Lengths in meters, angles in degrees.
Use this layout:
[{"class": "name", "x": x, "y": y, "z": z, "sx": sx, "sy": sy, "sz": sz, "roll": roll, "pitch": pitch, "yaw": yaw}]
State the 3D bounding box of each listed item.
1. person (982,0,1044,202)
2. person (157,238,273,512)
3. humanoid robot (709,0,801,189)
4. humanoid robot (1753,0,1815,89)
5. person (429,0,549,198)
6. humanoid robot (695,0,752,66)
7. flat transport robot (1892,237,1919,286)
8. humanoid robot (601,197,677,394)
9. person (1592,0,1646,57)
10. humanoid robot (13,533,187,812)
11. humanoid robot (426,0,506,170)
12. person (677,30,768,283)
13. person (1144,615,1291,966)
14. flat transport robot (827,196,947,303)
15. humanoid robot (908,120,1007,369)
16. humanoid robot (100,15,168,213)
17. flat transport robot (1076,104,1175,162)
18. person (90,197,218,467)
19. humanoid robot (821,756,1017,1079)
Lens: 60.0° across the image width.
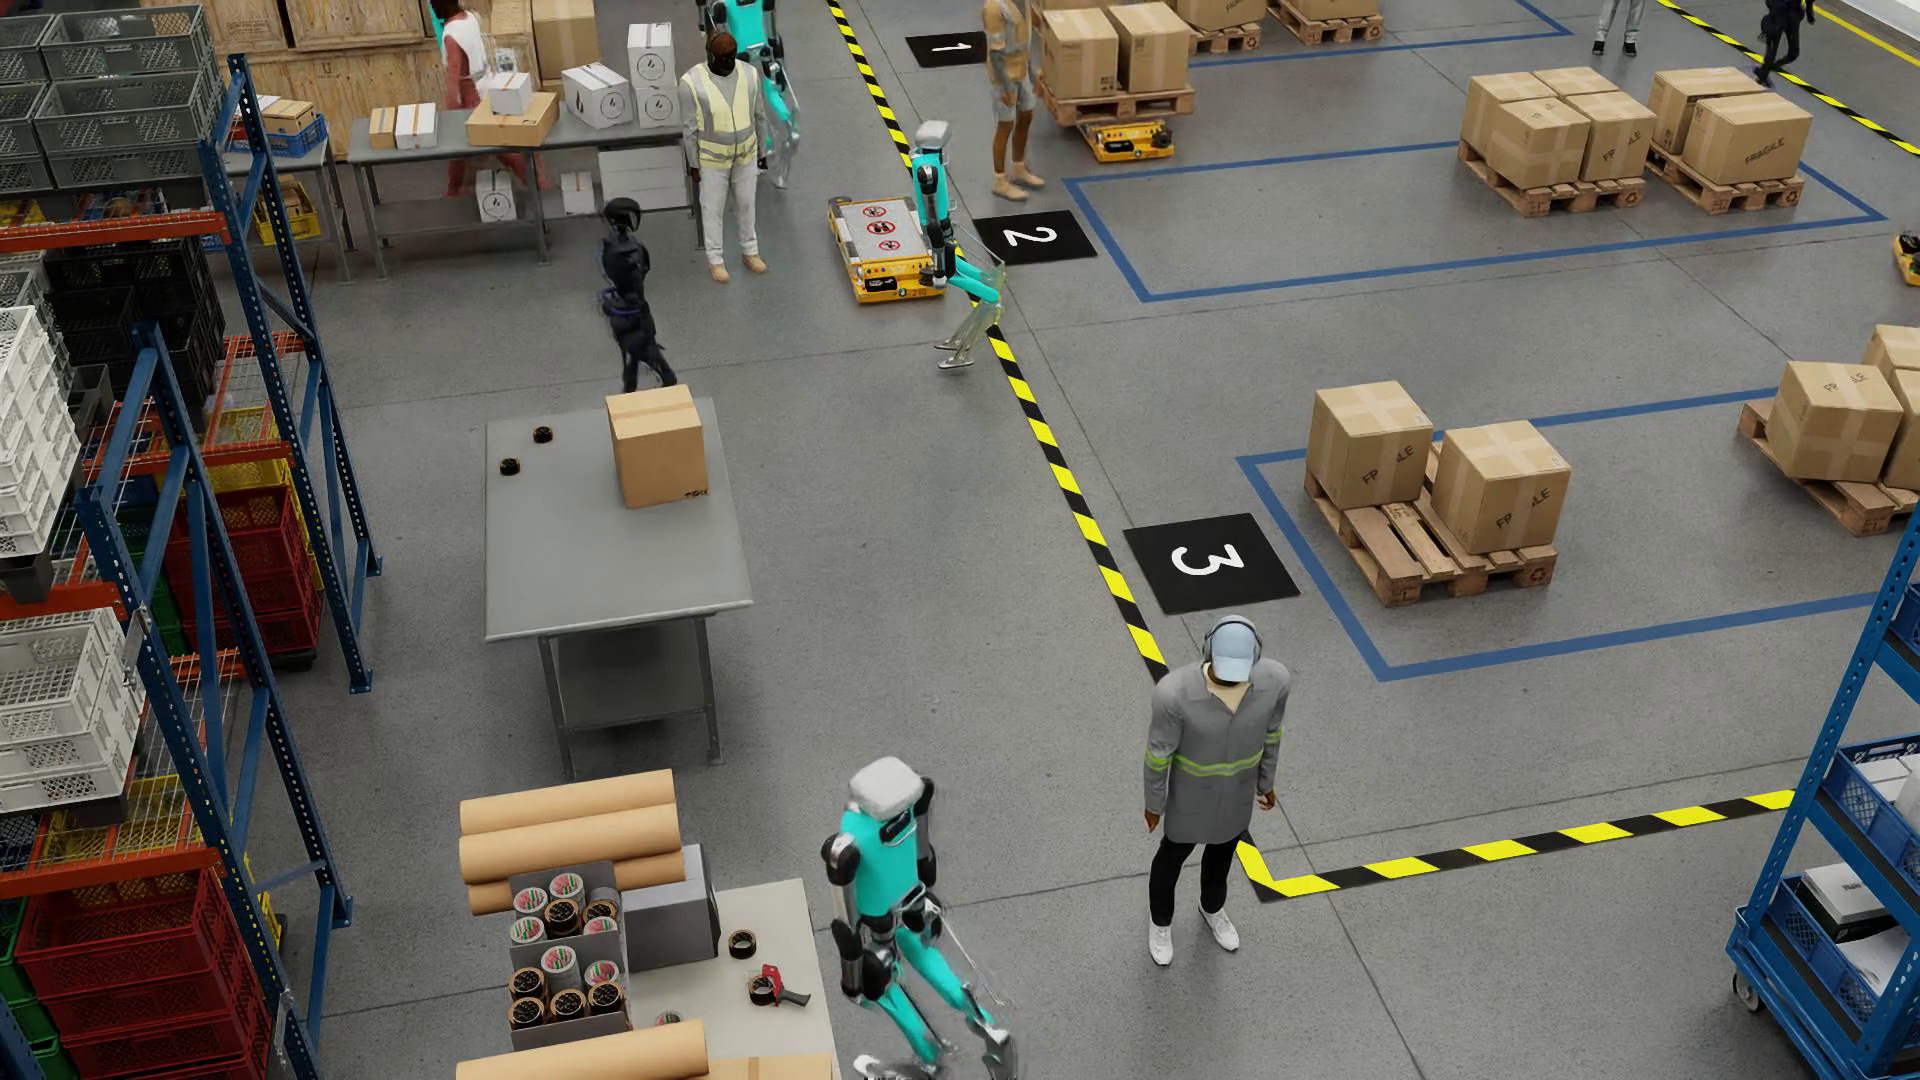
[{"class": "person", "x": 0.409, "y": -3.632, "z": 12.964, "sx": 0.411, "sy": 2.032, "sz": 0.624, "roll": 20, "pitch": 41, "yaw": 24}, {"class": "person", "x": -4.376, "y": -0.887, "z": 9.505, "sx": 0.495, "sy": 1.737, "sz": 0.553, "roll": -3, "pitch": 37, "yaw": -4}, {"class": "humanoid robot", "x": -1.535, "y": -3.519, "z": 13.037, "sx": 0.563, "sy": 1.736, "sz": 0.921, "roll": -20, "pitch": 41, "yaw": -25}, {"class": "humanoid robot", "x": 7.284, "y": -4.671, "z": 14.660, "sx": 0.628, "sy": 1.626, "sz": 0.475, "roll": -20, "pitch": 41, "yaw": -24}, {"class": "person", "x": -3.741, "y": -3.414, "z": 12.803, "sx": 1.004, "sy": 1.867, "sz": 0.581, "roll": -6, "pitch": 37, "yaw": -8}, {"class": "humanoid robot", "x": -1.924, "y": -4.332, "z": 14.166, "sx": 0.540, "sy": 1.810, "sz": 0.770, "roll": -13, "pitch": 39, "yaw": -17}, {"class": "flat transport robot", "x": 7.727, "y": -2.032, "z": 12.261, "sx": 1.431, "sy": 0.197, "sz": 0.652, "roll": 9, "pitch": 38, "yaw": 12}, {"class": "humanoid robot", "x": -1.978, "y": -1.347, "z": 10.186, "sx": 0.458, "sy": 1.650, "sz": 0.612, "roll": -17, "pitch": 40, "yaw": -22}, {"class": "person", "x": 6.351, "y": -5.448, "z": 15.568, "sx": 0.594, "sy": 1.827, "sz": 0.403, "roll": 6, "pitch": 37, "yaw": 9}, {"class": "humanoid robot", "x": -3.956, "y": 0.565, "z": 7.644, "sx": 0.762, "sy": 1.630, "sz": 0.608, "roll": 6, "pitch": 37, "yaw": 8}, {"class": "humanoid robot", "x": -3.767, "y": -3.642, "z": 13.209, "sx": 0.677, "sy": 1.792, "sz": 0.534, "roll": -18, "pitch": 40, "yaw": -22}, {"class": "person", "x": -1.665, "y": -2.761, "z": 11.959, "sx": 0.629, "sy": 1.835, "sz": 0.429, "roll": -18, "pitch": 40, "yaw": -22}, {"class": "person", "x": 1.042, "y": 1.033, "z": 6.839, "sx": 0.597, "sy": 1.849, "sz": 0.390, "roll": -9, "pitch": 37, "yaw": -11}, {"class": "flat transport robot", "x": -0.570, "y": -2.220, "z": 12.538, "sx": 0.659, "sy": 0.231, "sz": 1.431, "roll": -8, "pitch": 37, "yaw": -10}, {"class": "humanoid robot", "x": 0.045, "y": -1.897, "z": 10.764, "sx": 0.735, "sy": 1.673, "sz": 0.533, "roll": -1, "pitch": 37, "yaw": -1}, {"class": "humanoid robot", "x": -6.191, "y": -2.978, "z": 12.347, "sx": 0.835, "sy": 1.797, "sz": 0.537, "roll": -18, "pitch": 40, "yaw": -22}, {"class": "flat transport robot", "x": 1.338, "y": -3.690, "z": 14.490, "sx": 0.652, "sy": 0.197, "sz": 1.431, "roll": -8, "pitch": 37, "yaw": -10}, {"class": "person", "x": -4.716, "y": -1.169, "z": 9.804, "sx": 0.342, "sy": 1.844, "sz": 0.505, "roll": 26, "pitch": 44, "yaw": 31}, {"class": "humanoid robot", "x": -0.021, "y": 1.638, "z": 6.142, "sx": 0.926, "sy": 1.782, "sz": 0.541, "roll": 24, "pitch": 43, "yaw": 29}]
